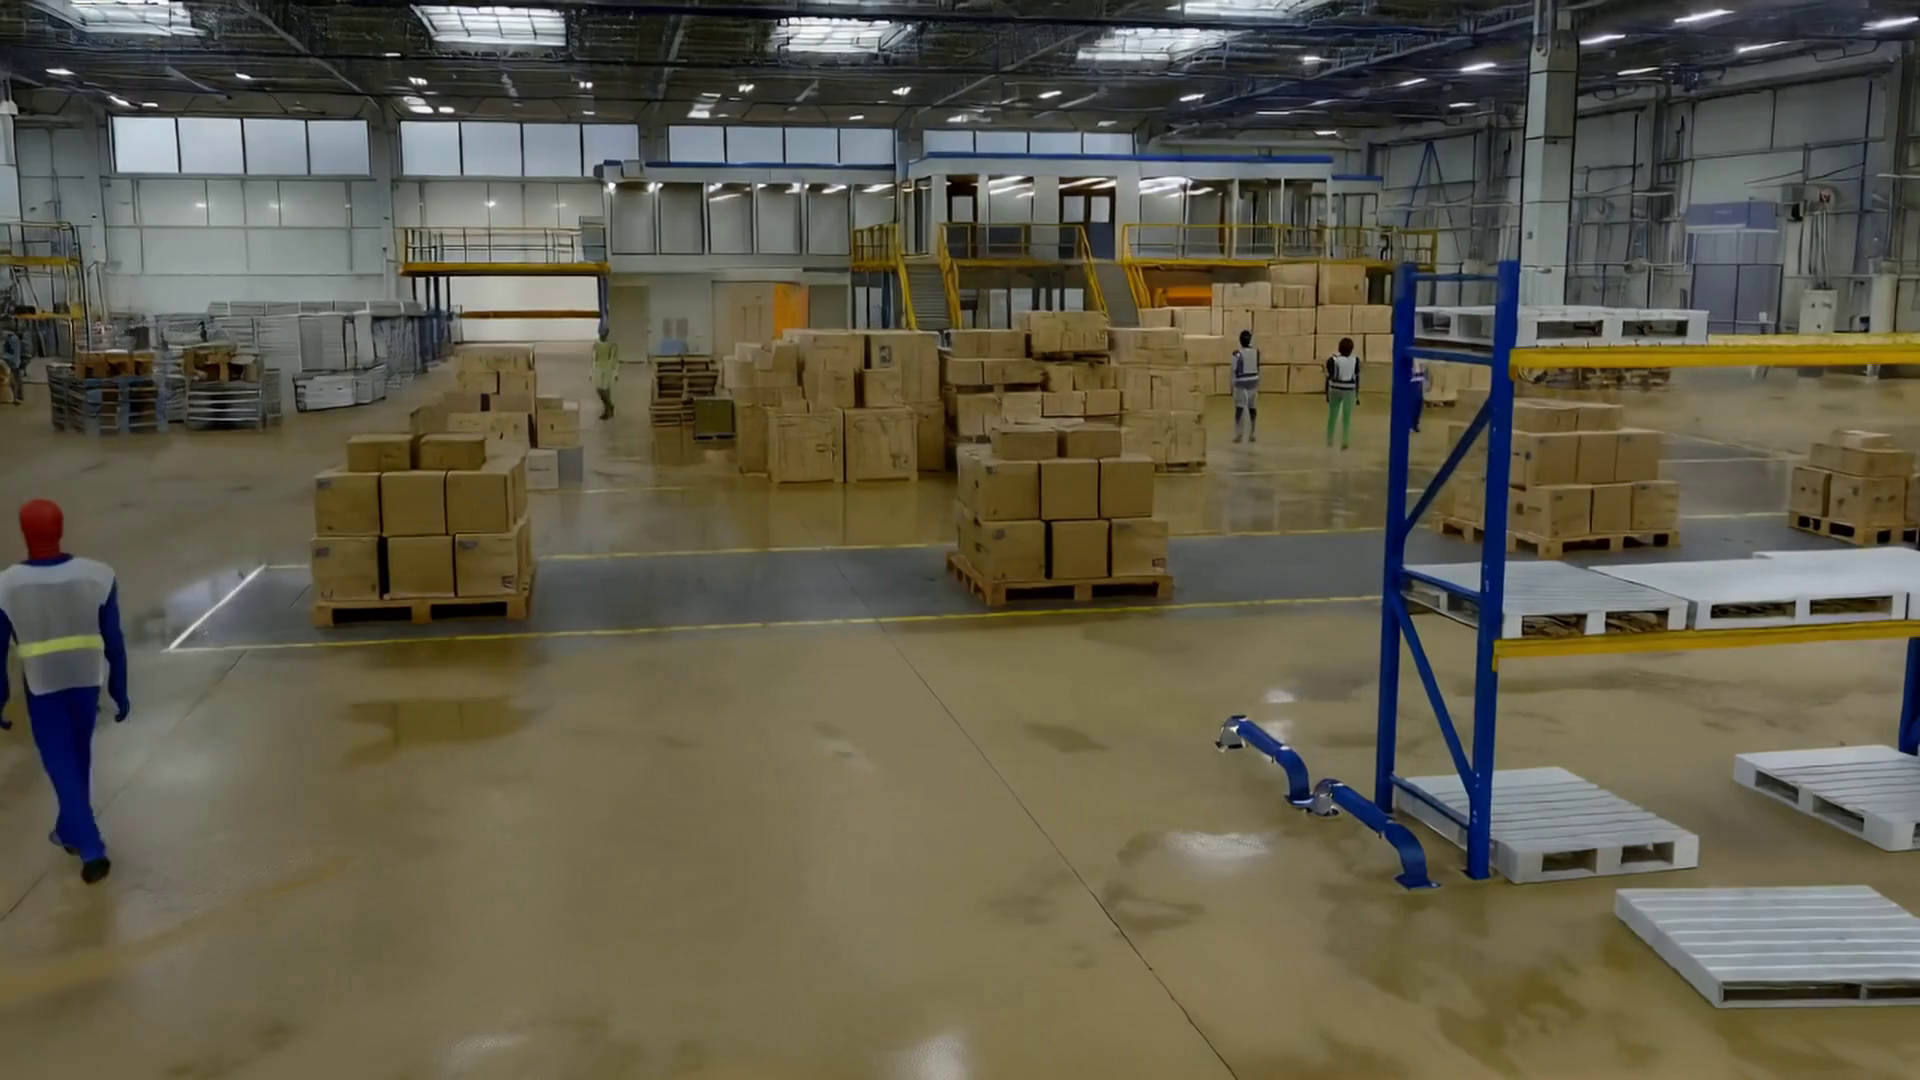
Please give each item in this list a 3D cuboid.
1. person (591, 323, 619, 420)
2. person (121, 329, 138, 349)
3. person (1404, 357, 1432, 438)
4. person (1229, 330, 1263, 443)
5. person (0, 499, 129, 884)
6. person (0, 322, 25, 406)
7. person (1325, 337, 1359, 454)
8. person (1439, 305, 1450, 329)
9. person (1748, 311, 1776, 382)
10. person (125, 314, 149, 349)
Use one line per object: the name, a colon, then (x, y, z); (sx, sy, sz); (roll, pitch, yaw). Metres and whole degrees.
person: (-7.013, -3.343, 32.920); (0.556, 1.922, 0.723); (2, 9, 9)
person: (-17.004, -3.451, 34.146); (0.322, 1.735, 0.486); (-6, 11, -34)
person: (8.020, -2.725, 29.321); (0.680, 1.873, 0.469); (-7, 11, -35)
person: (4.892, -2.628, 28.525); (0.601, 1.940, 0.415); (-4, 10, -21)
person: (-4.434, 0.736, 8.229); (0.604, 1.874, 0.985); (-9, 13, -44)
person: (-20.568, -3.809, 36.064); (0.599, 1.828, 0.403); (6, 11, 31)
person: (6.153, -2.317, 26.781); (0.579, 1.881, 0.342); (-2, 10, -13)
person: (14.963, -6.288, 51.097); (0.504, 1.846, 0.345); (4, 10, 24)
person: (21.117, -5.091, 43.812); (0.430, 1.845, 0.619); (-4, 10, -22)
person: (-18.707, -4.168, 37.880); (0.614, 1.948, 1.018); (1, 9, 3)
